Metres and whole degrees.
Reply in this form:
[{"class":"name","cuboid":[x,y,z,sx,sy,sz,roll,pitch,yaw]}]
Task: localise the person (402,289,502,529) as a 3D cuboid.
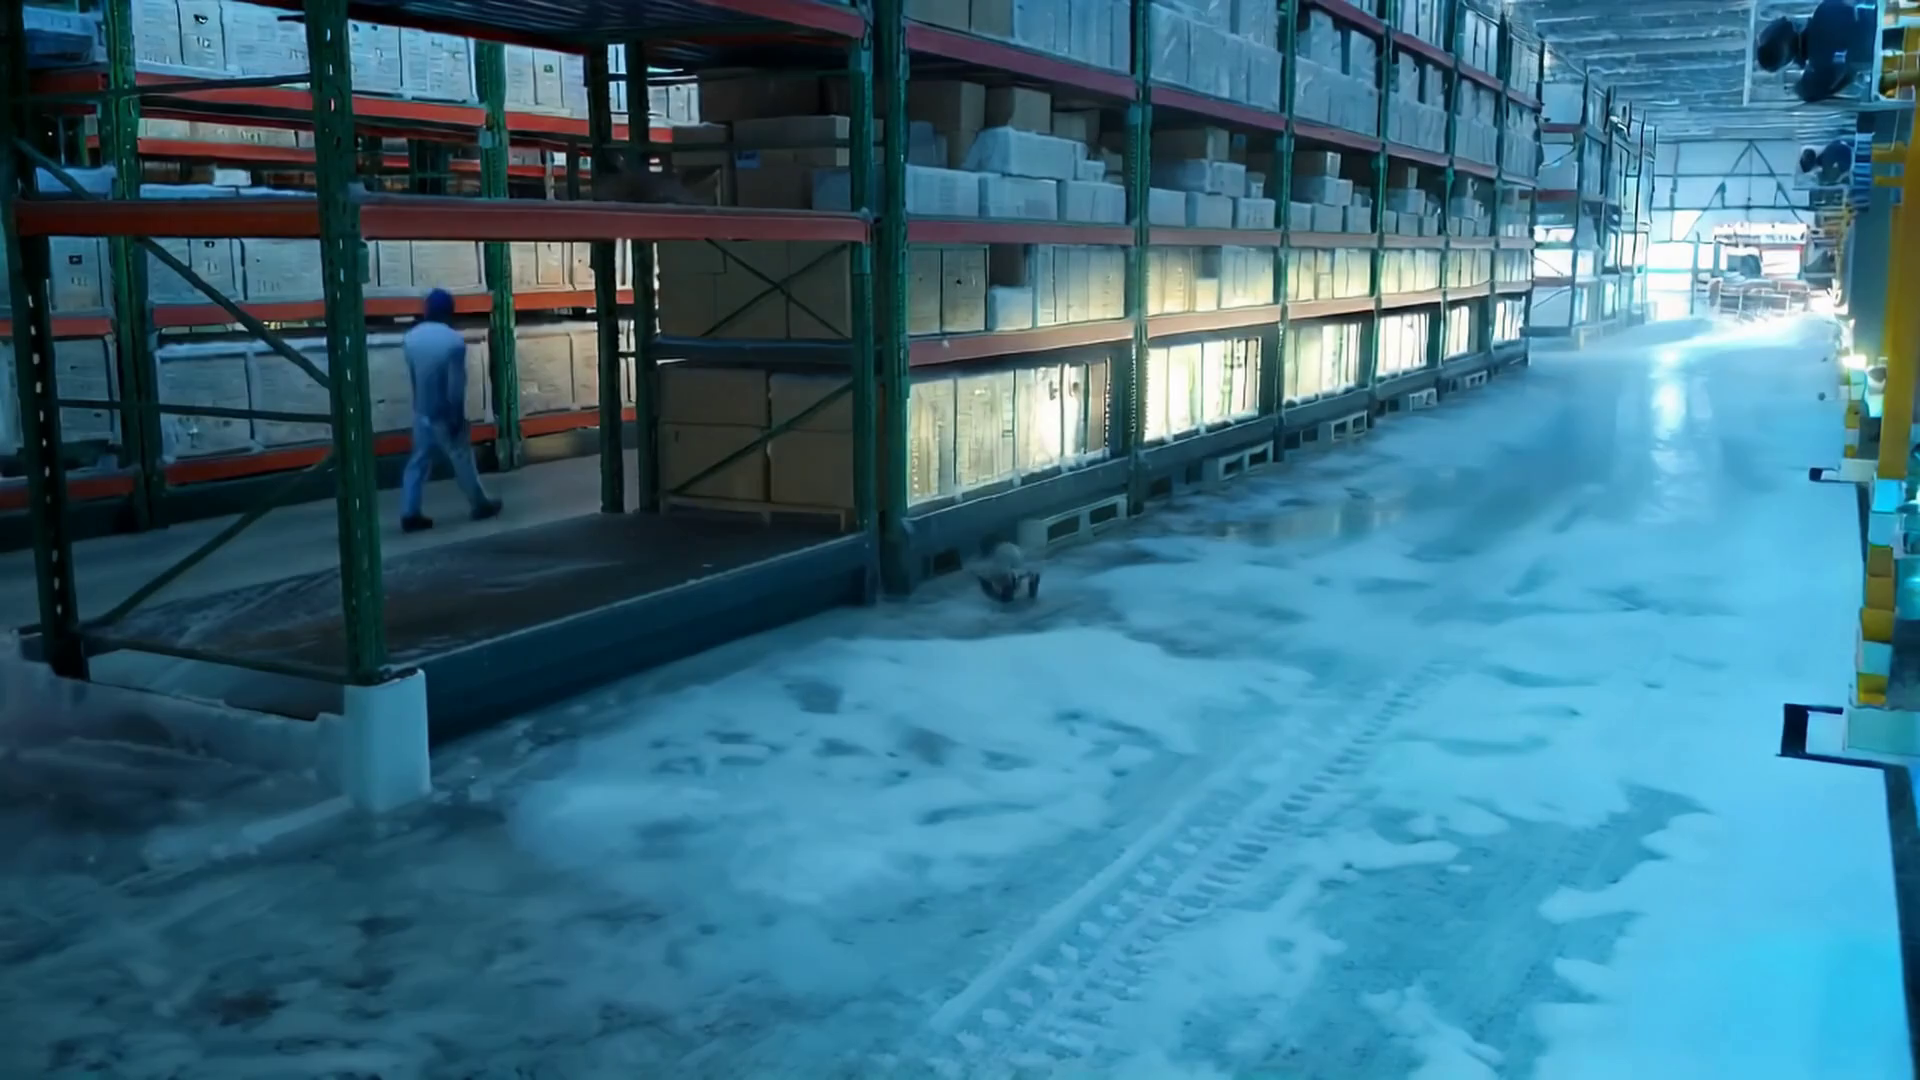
[{"class":"person","cuboid":[-4.132,-1.044,13.274,0.648,1.889,1.018,4,11,24]}]
